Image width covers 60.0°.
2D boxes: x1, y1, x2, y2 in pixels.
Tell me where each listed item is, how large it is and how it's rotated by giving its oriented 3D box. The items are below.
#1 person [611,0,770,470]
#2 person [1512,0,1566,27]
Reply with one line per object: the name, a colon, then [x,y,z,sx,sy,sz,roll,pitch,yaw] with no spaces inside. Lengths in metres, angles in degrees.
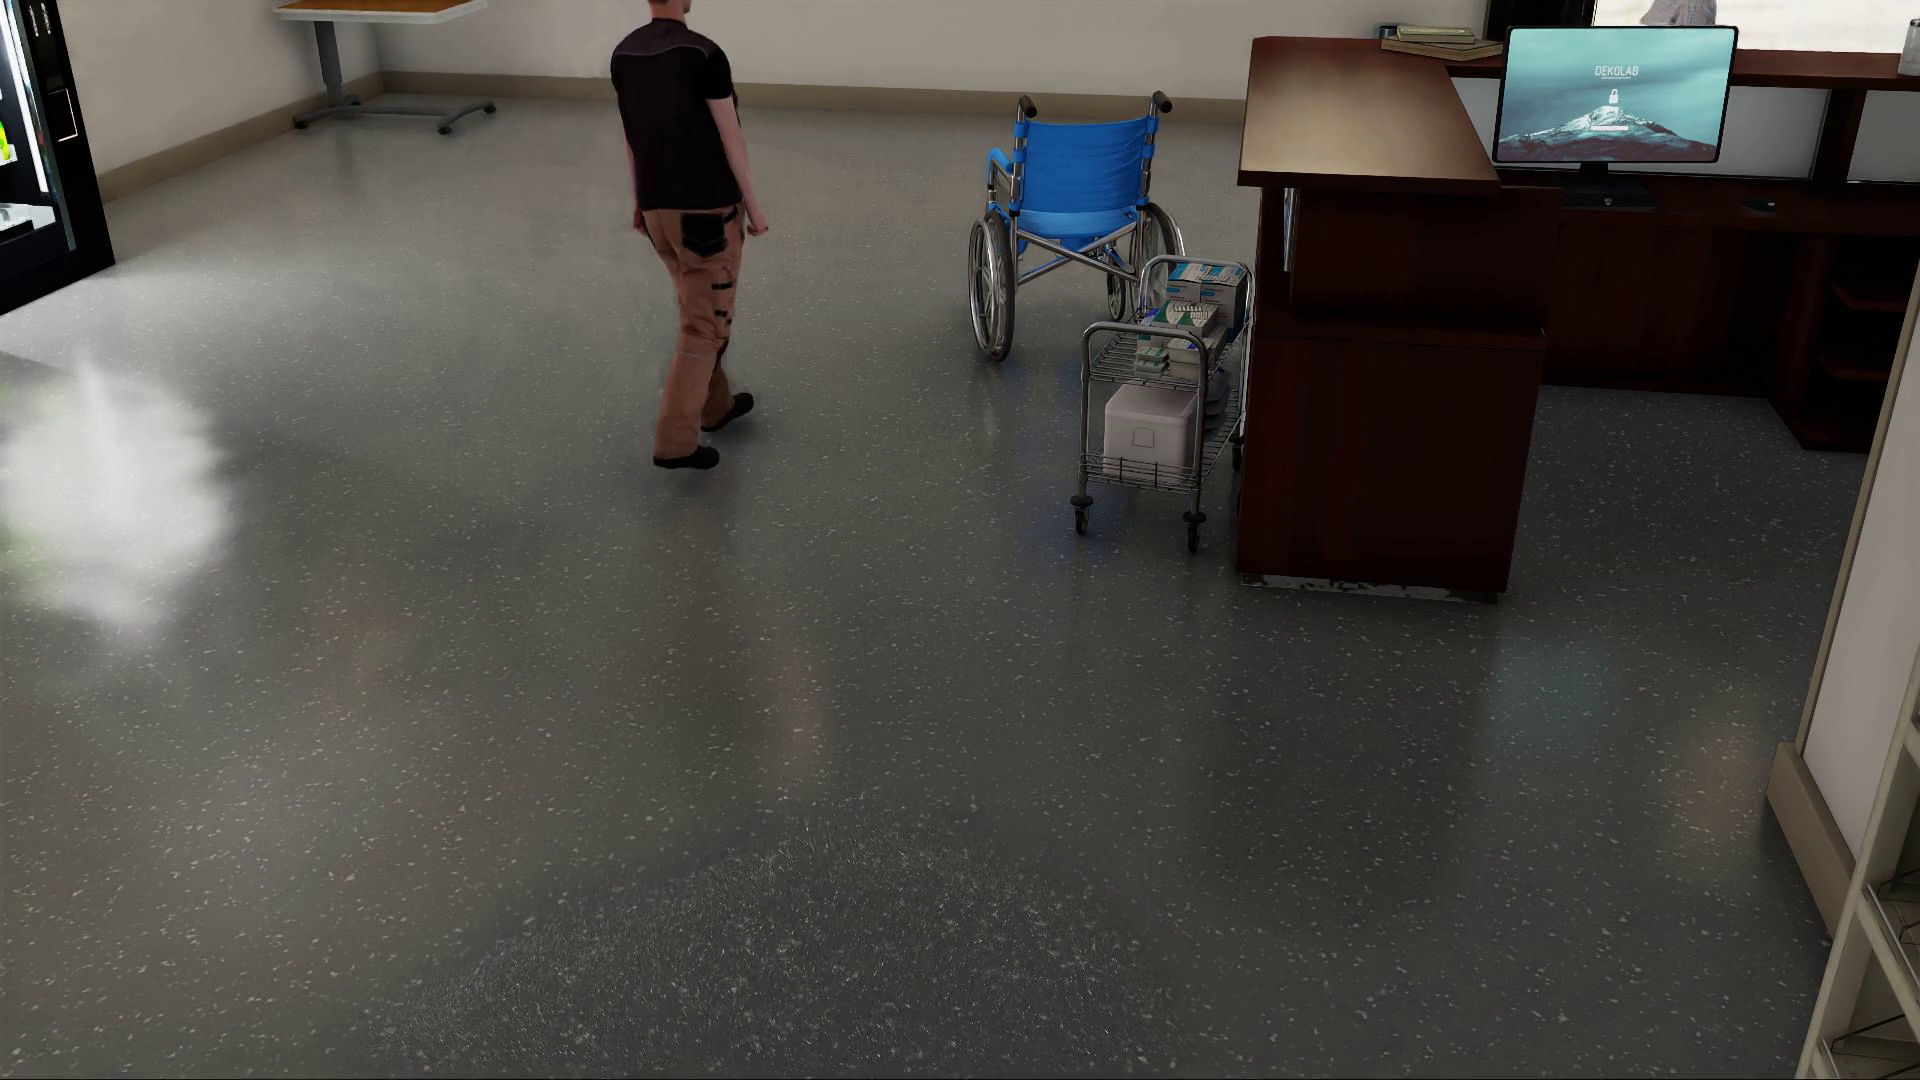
person: [-0.986,-1.133,5.828,0.954,1.822,1.100,19,32,34]
person: [3.382,-2.984,9.782,0.679,1.722,0.782,-22,34,-38]
